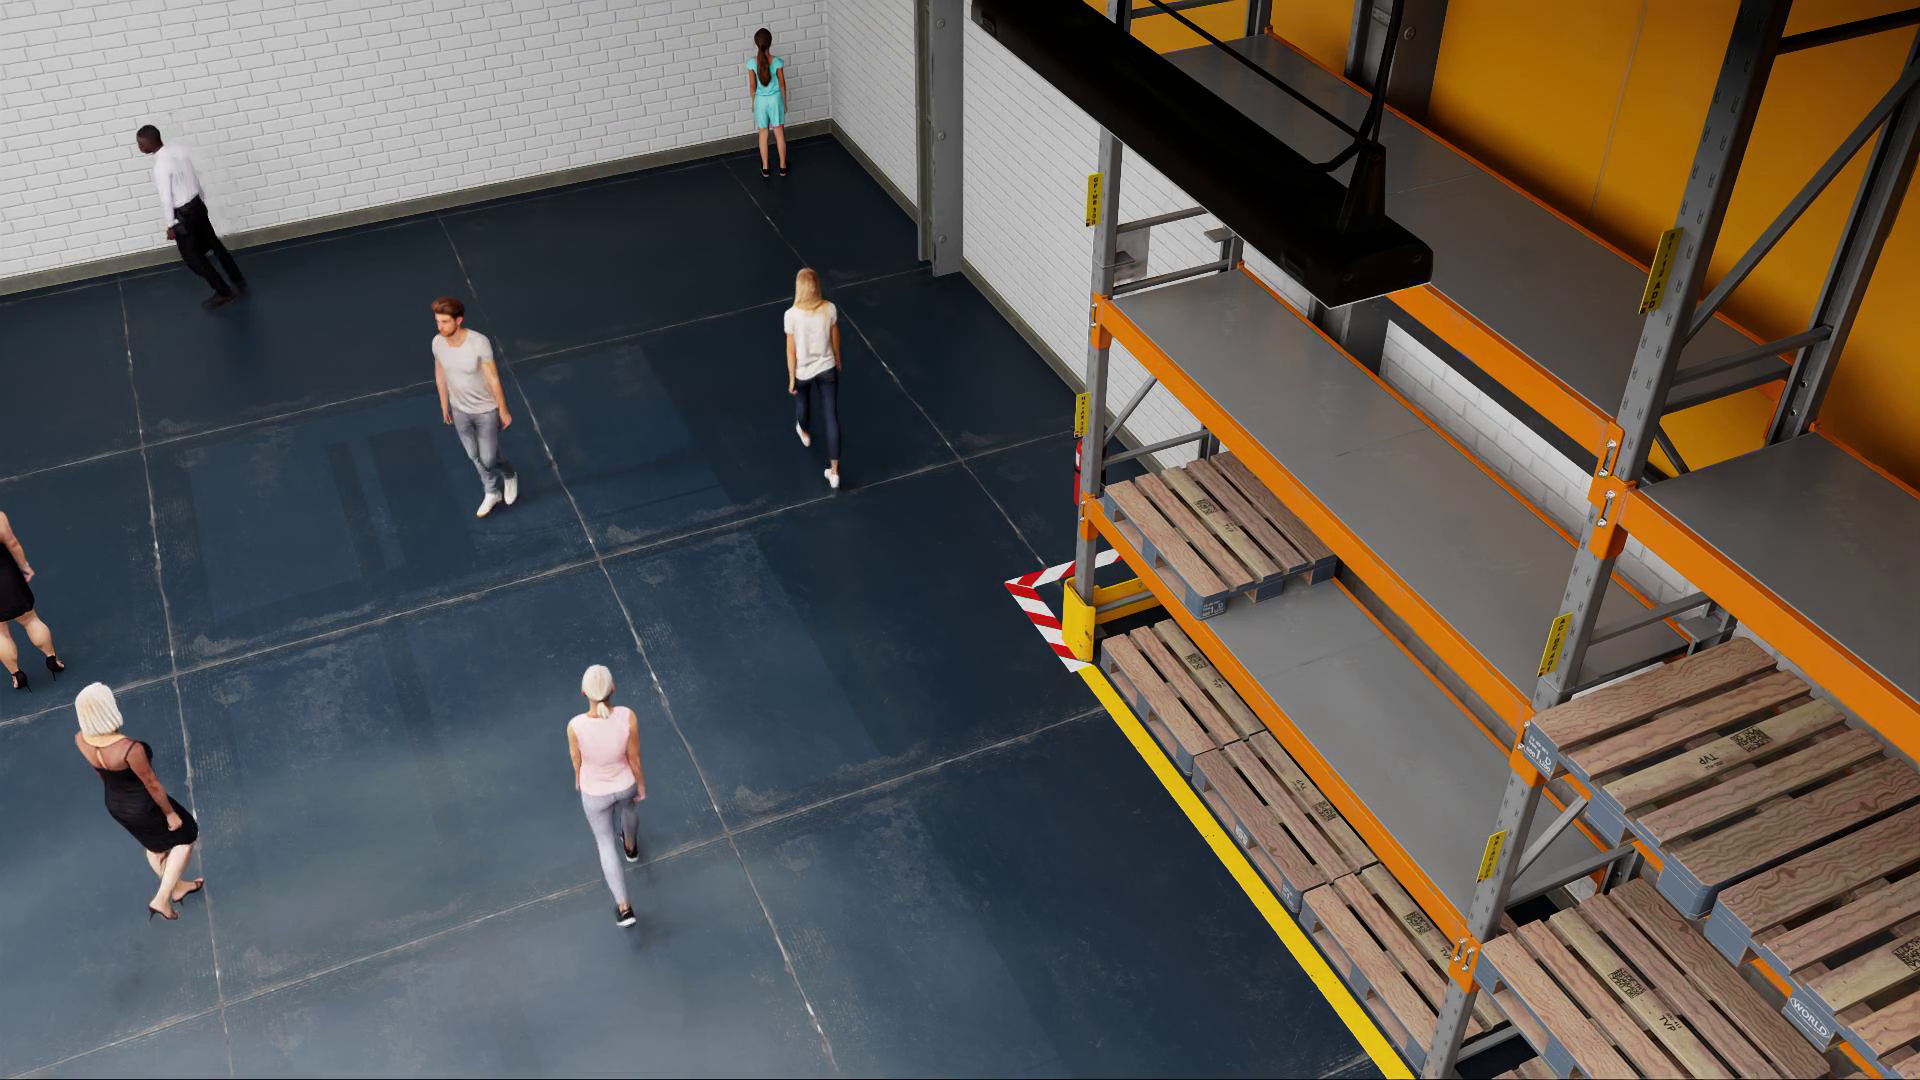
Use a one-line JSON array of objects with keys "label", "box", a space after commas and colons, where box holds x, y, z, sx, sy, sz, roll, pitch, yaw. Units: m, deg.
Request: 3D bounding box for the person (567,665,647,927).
[{"label": "person", "box": [-1.988, 1.461, 9.474, 0.600, 1.698, 1.103, -14, 41, -16]}]

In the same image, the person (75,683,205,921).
[{"label": "person", "box": [-4.645, 1.541, 9.345, 0.800, 1.735, 0.860, 12, 40, 15]}]

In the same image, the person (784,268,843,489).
[{"label": "person", "box": [-1.079, -1.216, 12.776, 0.725, 1.762, 1.188, -12, 40, -14]}]

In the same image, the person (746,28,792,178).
[{"label": "person", "box": [-1.959, -4.483, 17.029, 0.625, 1.558, 0.650, -2, 39, -3]}]

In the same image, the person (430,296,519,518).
[{"label": "person", "box": [-3.585, -1.037, 12.455, 0.842, 1.882, 0.893, 10, 40, 12]}]

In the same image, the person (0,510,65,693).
[{"label": "person", "box": [-6.344, 0.293, 10.919, 0.700, 1.721, 0.671, -26, 45, -29]}]

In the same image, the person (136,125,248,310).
[{"label": "person", "box": [-6.831, -2.881, 14.836, 0.983, 1.793, 0.825, 14, 41, 17]}]
